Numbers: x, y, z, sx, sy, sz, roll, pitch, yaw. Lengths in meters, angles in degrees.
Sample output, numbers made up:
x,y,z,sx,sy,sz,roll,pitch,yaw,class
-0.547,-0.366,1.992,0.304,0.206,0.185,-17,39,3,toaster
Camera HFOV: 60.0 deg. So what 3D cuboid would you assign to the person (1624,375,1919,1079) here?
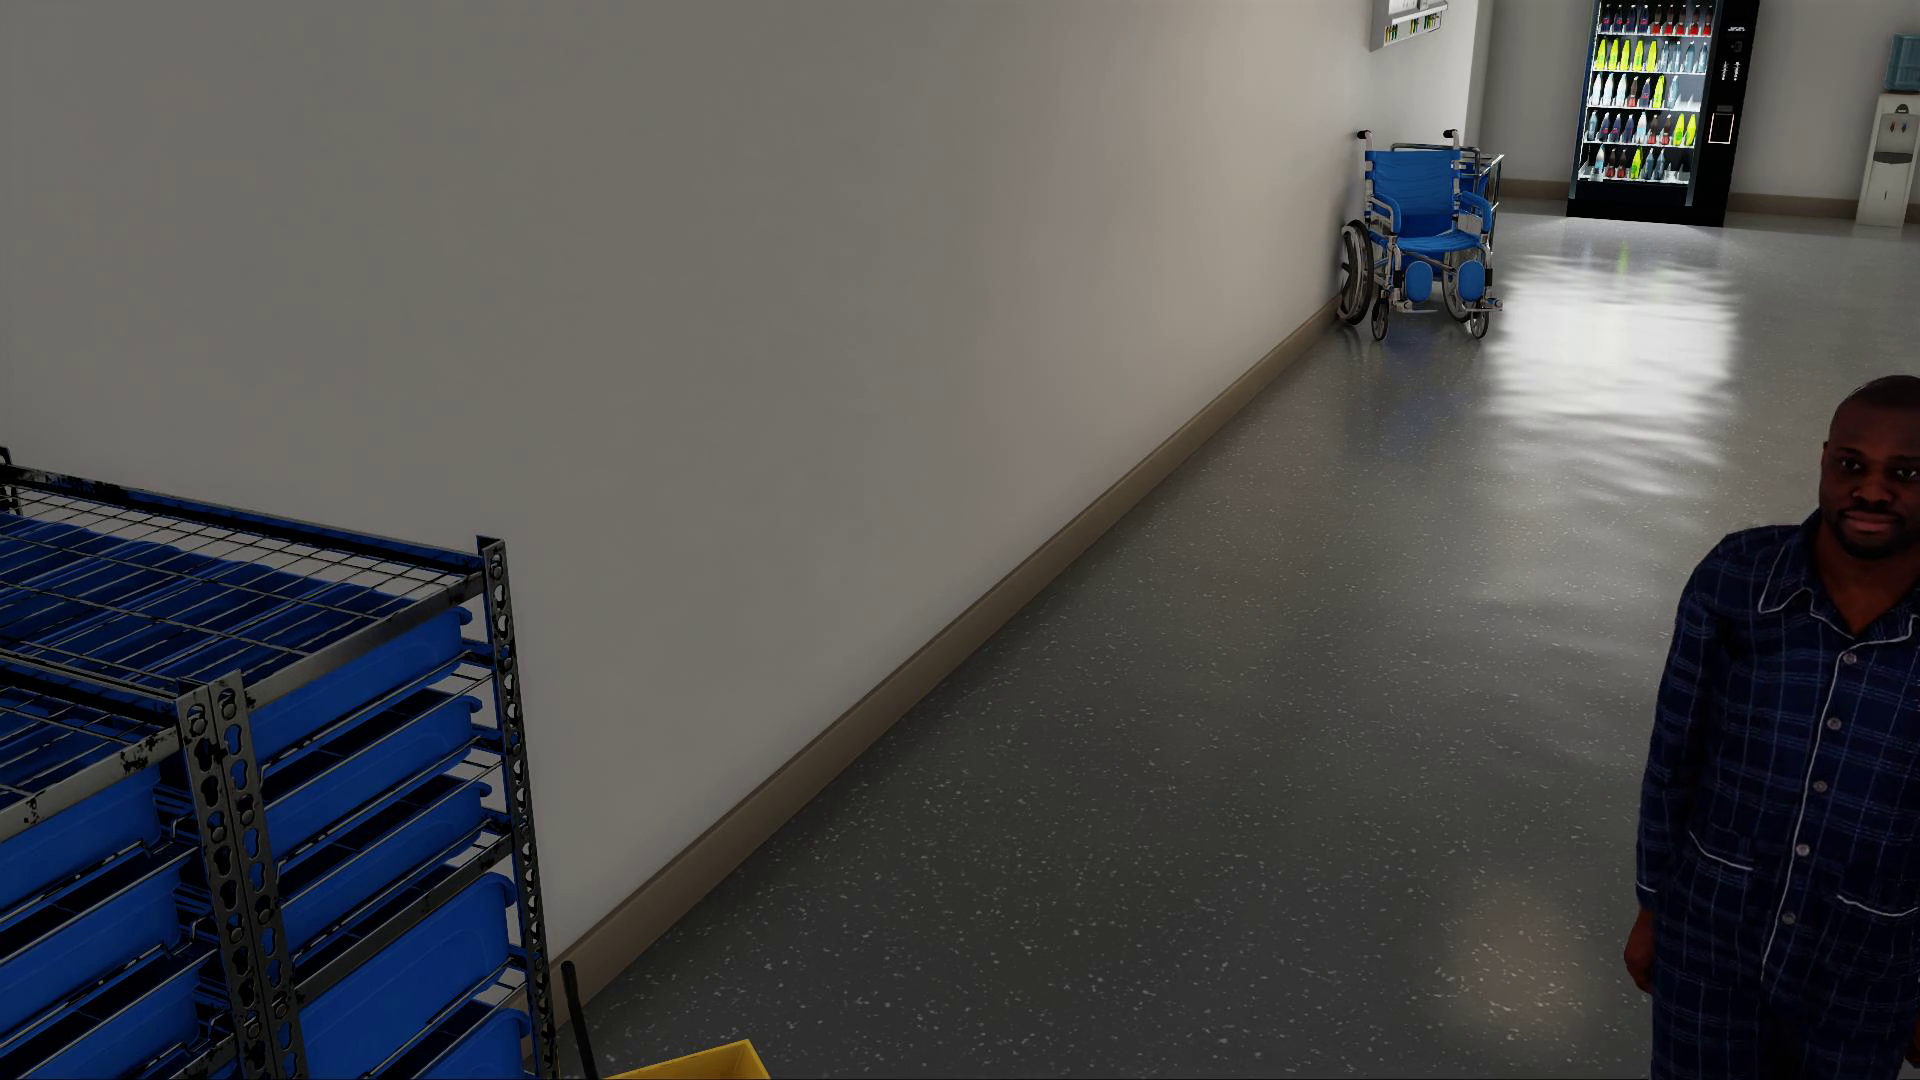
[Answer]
x,y,z,sx,sy,sz,roll,pitch,yaw,class
1.331,0.615,2.634,0.961,1.803,0.816,13,24,31,person
